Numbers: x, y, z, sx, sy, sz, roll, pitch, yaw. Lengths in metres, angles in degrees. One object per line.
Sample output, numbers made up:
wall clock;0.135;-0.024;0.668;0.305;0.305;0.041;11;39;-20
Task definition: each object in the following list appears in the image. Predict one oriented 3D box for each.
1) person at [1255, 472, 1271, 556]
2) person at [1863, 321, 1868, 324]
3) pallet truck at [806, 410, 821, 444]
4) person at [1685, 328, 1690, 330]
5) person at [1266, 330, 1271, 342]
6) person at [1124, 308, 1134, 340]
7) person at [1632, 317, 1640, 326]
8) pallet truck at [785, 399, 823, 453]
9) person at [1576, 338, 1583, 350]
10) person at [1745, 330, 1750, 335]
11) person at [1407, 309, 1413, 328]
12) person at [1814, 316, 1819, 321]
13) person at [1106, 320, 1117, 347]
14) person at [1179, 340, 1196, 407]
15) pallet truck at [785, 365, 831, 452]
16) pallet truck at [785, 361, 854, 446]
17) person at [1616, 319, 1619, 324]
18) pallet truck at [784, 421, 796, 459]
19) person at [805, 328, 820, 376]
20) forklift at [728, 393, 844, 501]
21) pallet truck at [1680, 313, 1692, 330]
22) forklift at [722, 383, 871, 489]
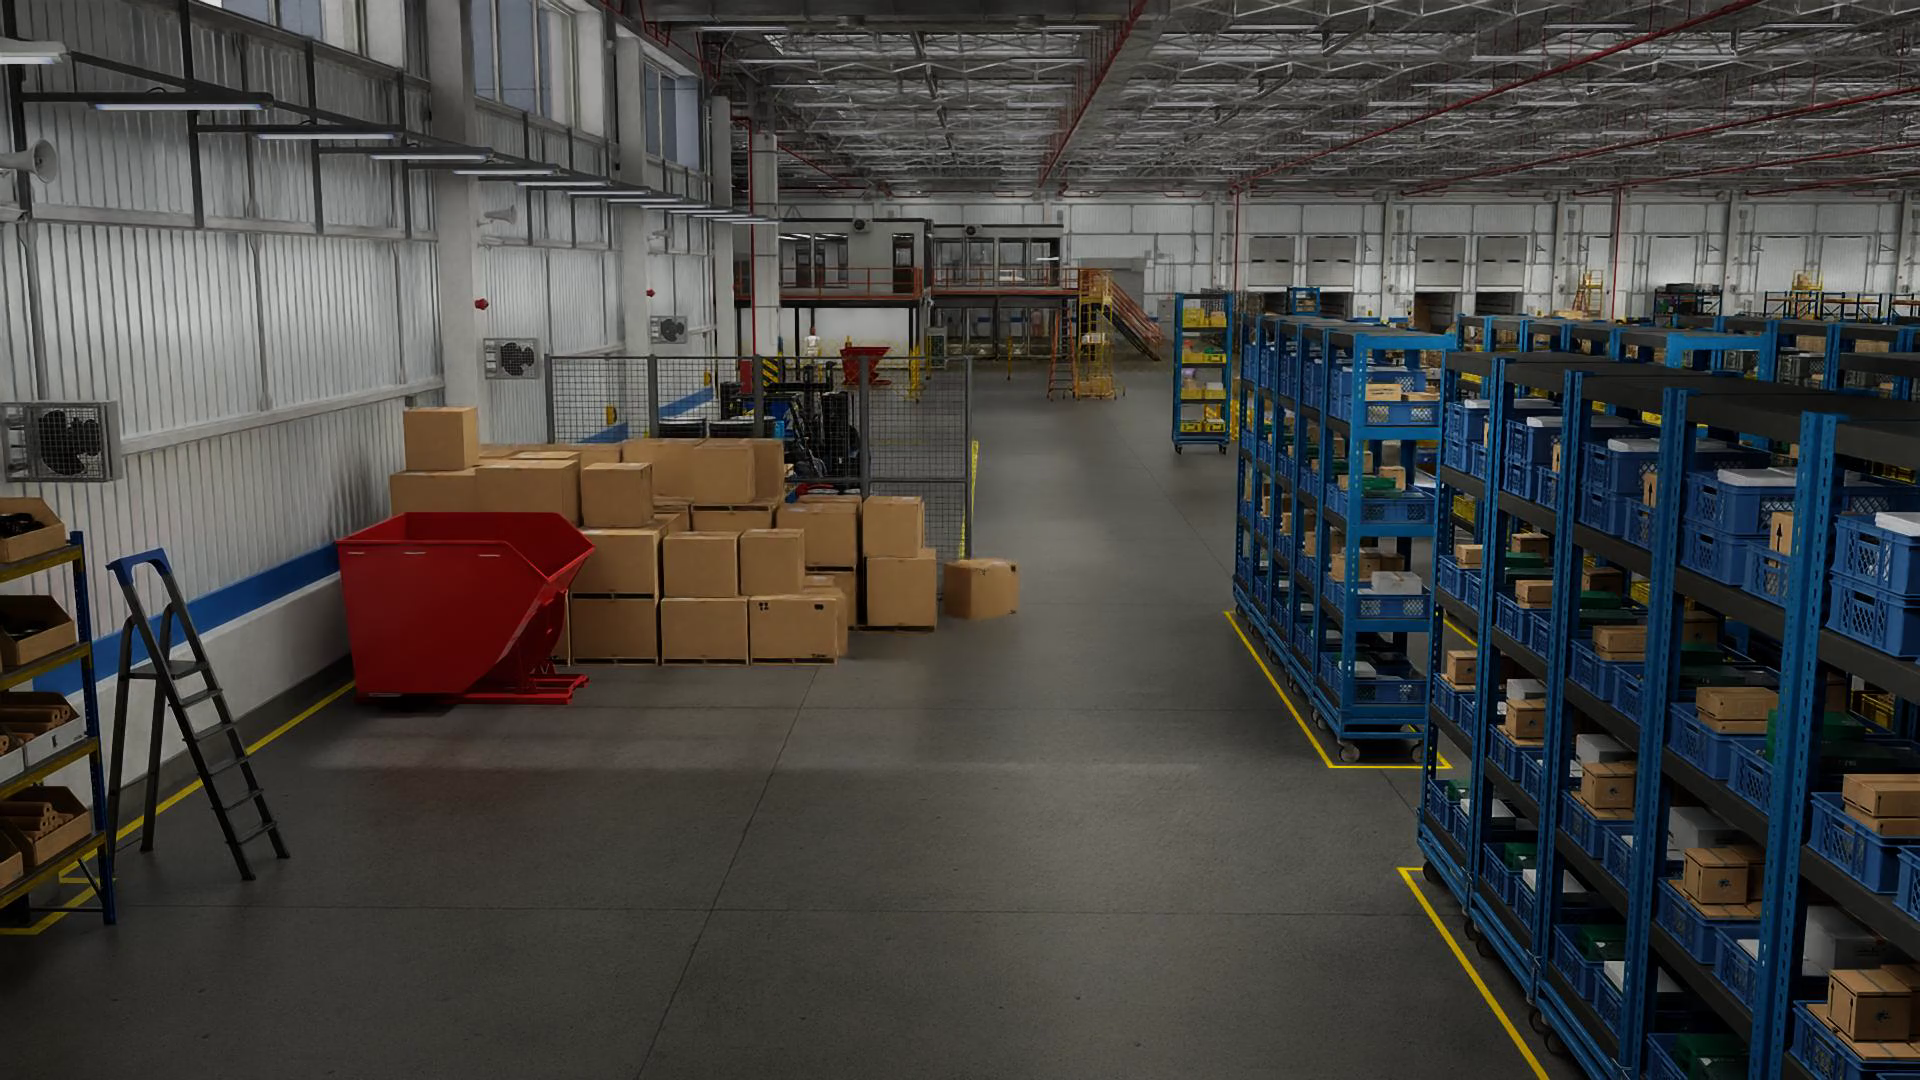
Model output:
person;4.069;-0.330;21.986;0.741;1.795;0.406;0;9;-1
person;40.018;-8.749;73.660;0.523;1.865;0.317;8;12;40
pallet truck;-3.559;-2.018;33.905;1.522;1.261;0.704;0;9;-1
person;26.664;-6.790;61.169;0.389;1.996;0.612;-4;10;-23
person;13.467;-8.684;73.145;0.614;1.900;0.583;3;10;18
person;9.948;-12.742;98.062;0.604;1.937;0.402;-4;10;-22
person;31.745;-9.519;78.246;0.592;1.922;0.400;-1;9;-4
pallet truck;-3.814;-2.432;36.419;1.630;1.274;0.653;0;9;1
person;24.806;-7.807;67.302;0.684;2.000;0.538;2;9;12
person;39.706;-10.402;84.074;0.953;1.799;0.627;5;11;30
person;25.595;-12.179;94.665;0.398;1.918;0.590;6;11;32
person;41.221;-9.813;80.054;0.391;1.920;0.587;-1;9;-6
person;8.064;-11.306;89.546;0.795;1.815;0.645;8;12;42
person;6.850;-5.036;50.230;0.629;2.033;0.447;8;12;42
pallet truck;-3.774;-2.976;37.635;1.885;1.965;0.823;1;9;5
pallet truck;-3.410;-3.193;38.978;1.885;1.965;0.823;0;9;-1
person;32.453;-10.079;82.373;0.540;1.697;0.317;-3;10;-18
pallet truck;-4.013;-1.793;32.705;1.601;1.201;0.680;0;9;1
person;-5.682;-7.217;64.142;0.584;1.883;0.337;0;9;1
forklift;-2.979;-1.316;26.476;2.680;1.987;1.157;0;9;1
pallet truck;36.315;-10.531;84.244;0.823;1.965;1.885;-6;11;-33
forklift;-2.893;-1.687;28.729;2.680;1.987;1.157;0;9;-1
